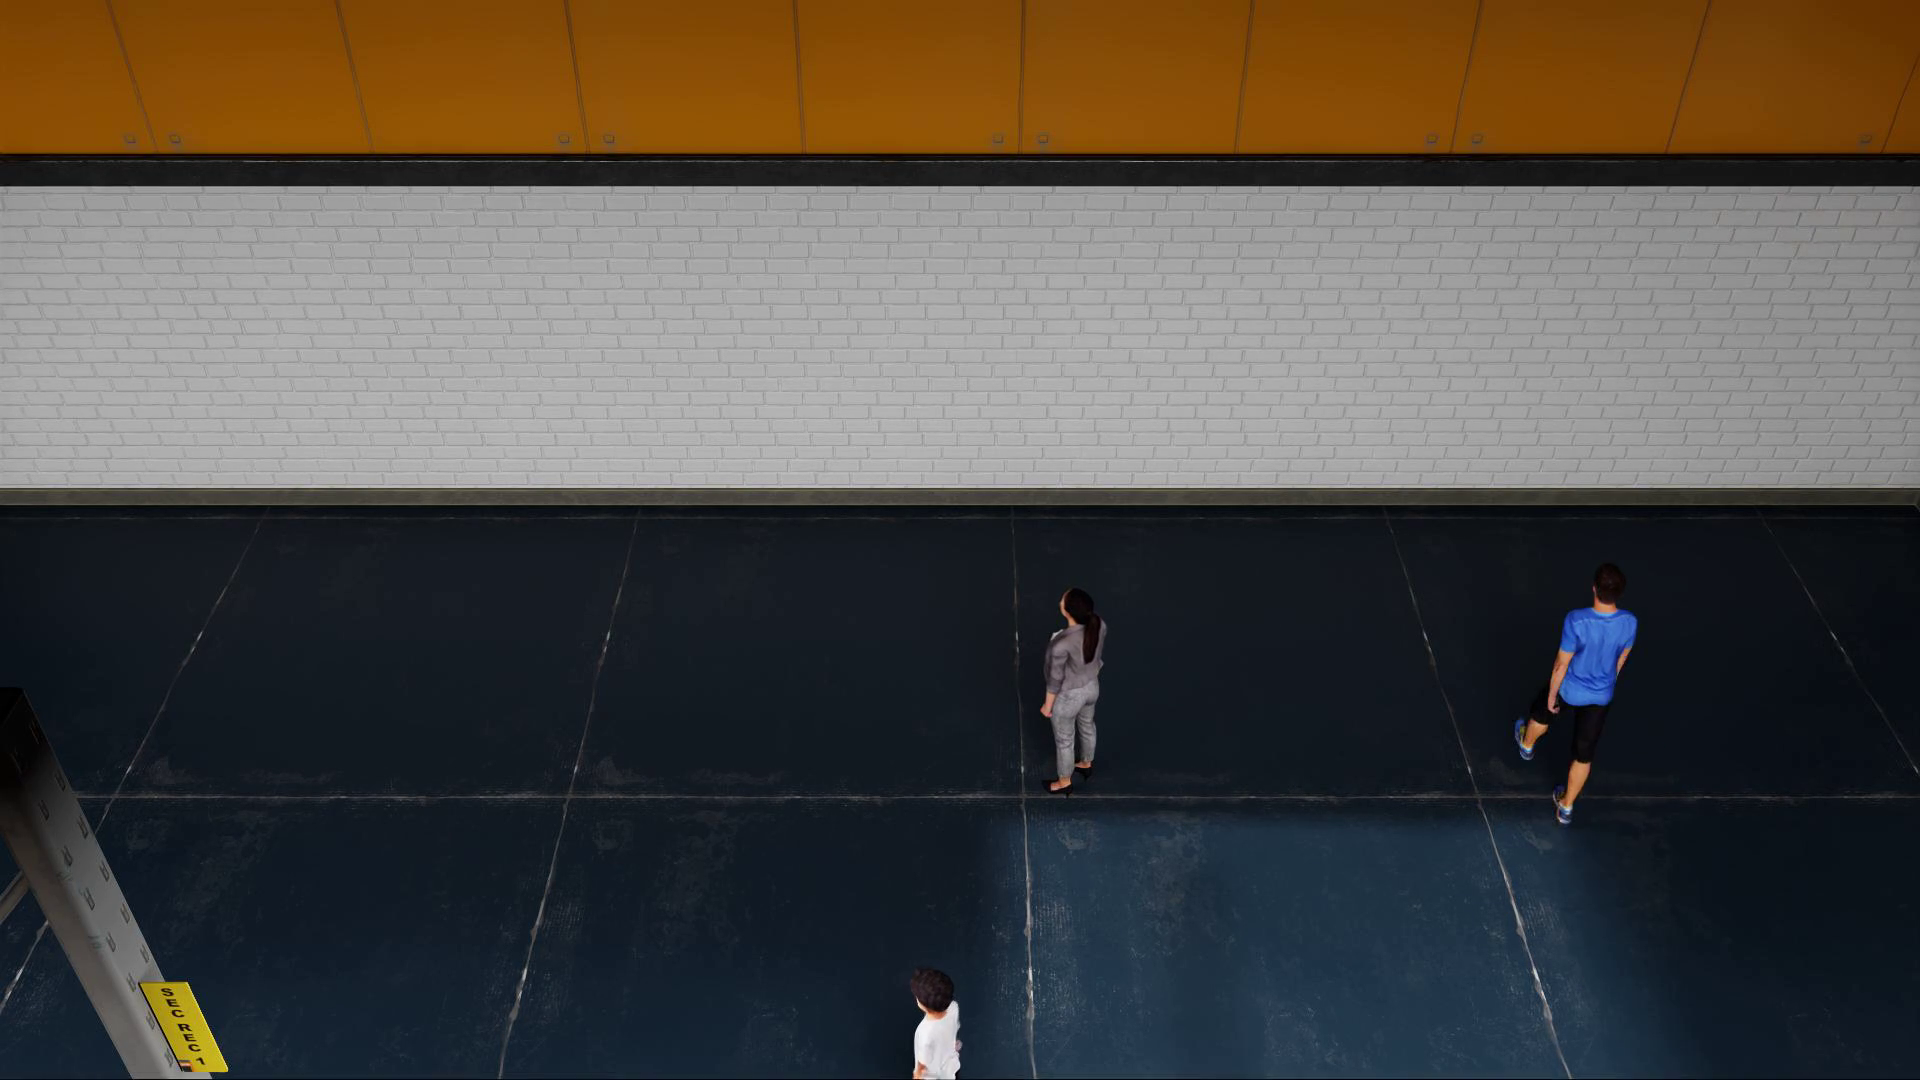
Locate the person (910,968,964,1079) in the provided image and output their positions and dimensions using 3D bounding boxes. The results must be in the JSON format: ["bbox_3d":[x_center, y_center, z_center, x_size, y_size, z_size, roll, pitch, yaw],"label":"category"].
[{"bbox_3d":[-0.104,2.708,8.686,0.776,1.256,0.679,21,43,24],"label":"person"}]

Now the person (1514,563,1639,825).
[{"bbox_3d":[3.896,1.016,10.345,0.712,1.830,1.087,5,39,6],"label":"person"}]

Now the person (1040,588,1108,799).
[{"bbox_3d":[0.723,0.970,10.524,0.726,1.678,0.781,-30,47,-32],"label":"person"}]
